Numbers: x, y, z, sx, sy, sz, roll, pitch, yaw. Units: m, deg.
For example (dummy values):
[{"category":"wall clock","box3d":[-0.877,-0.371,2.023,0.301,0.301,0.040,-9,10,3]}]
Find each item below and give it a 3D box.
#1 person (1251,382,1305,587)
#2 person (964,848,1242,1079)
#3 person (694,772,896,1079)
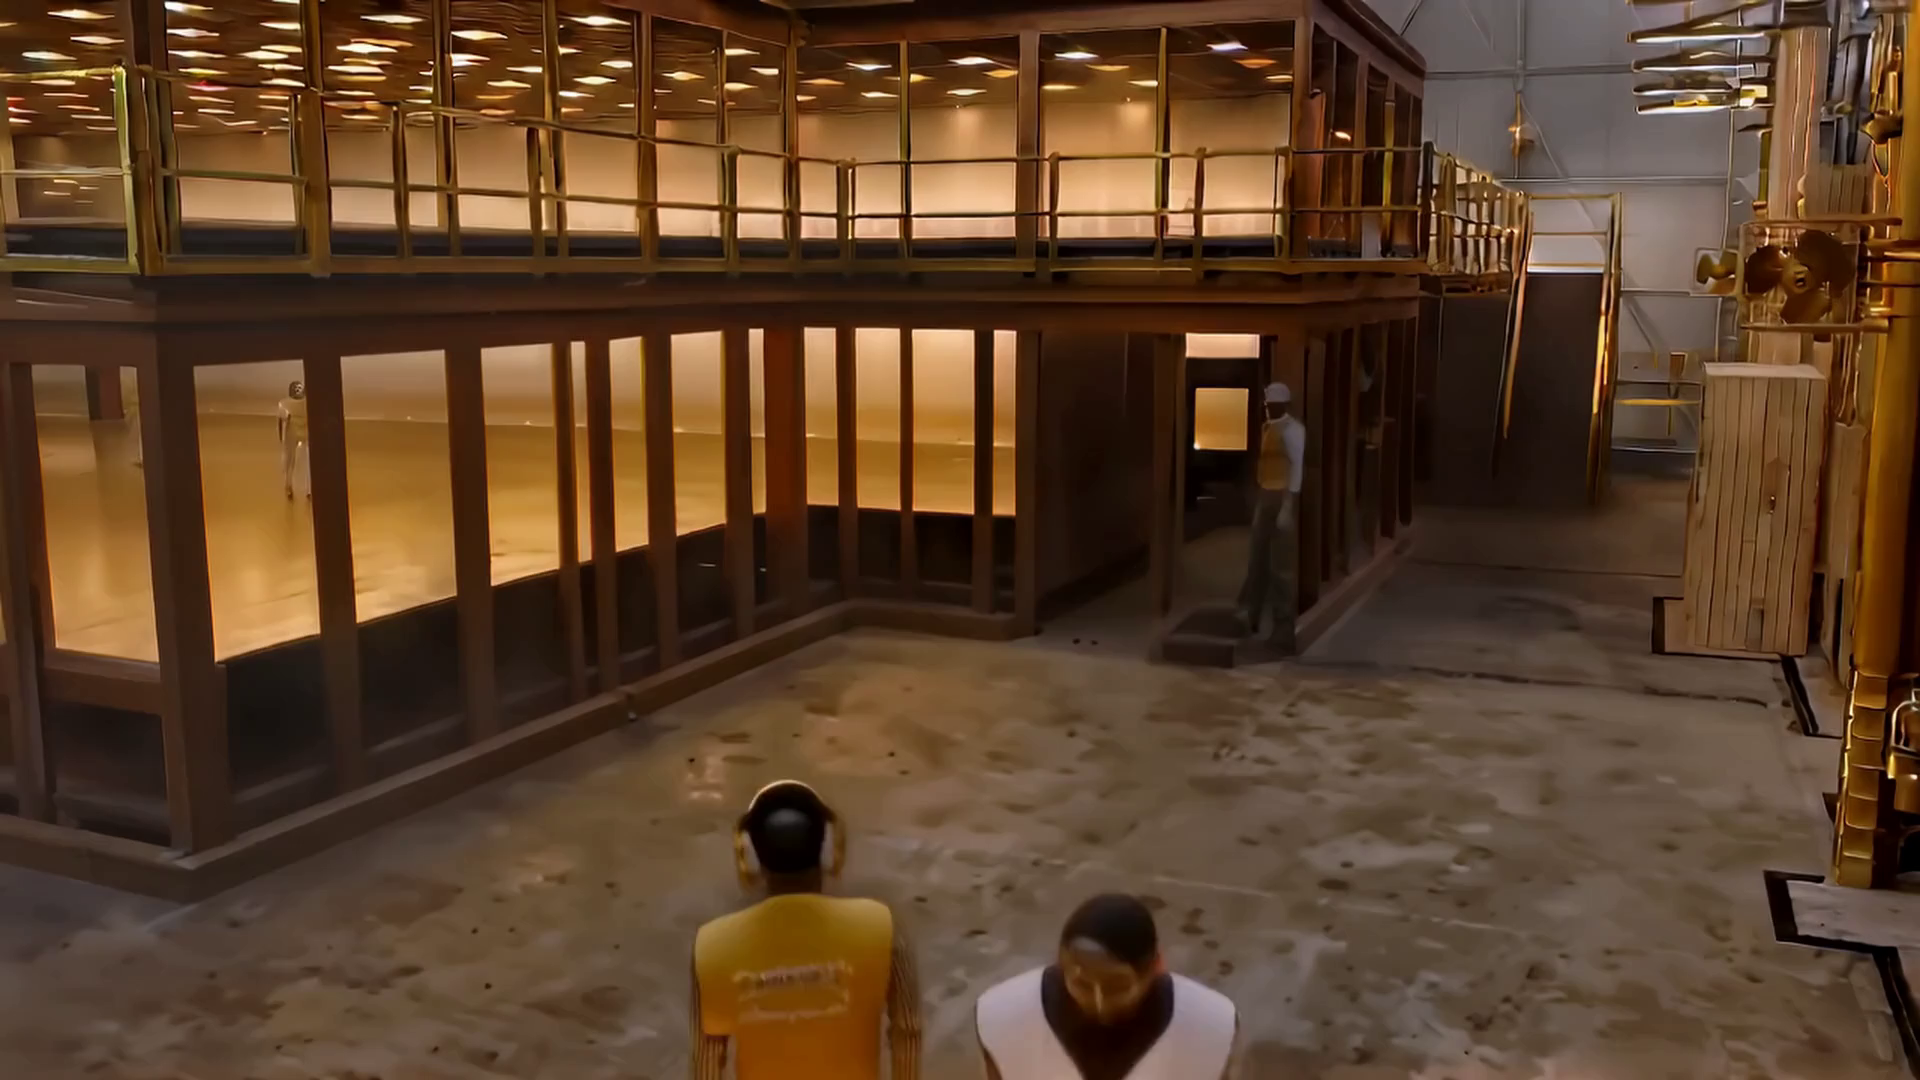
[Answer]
[{"category":"person","box3d":[3.077,-0.541,16.163,0.411,1.986,0.615,-5,10,-28]},{"category":"person","box3d":[0.284,1.560,3.573,0.622,1.860,1.013,1,9,9]},{"category":"person","box3d":[-0.387,1.483,4.173,0.522,1.832,0.967,-1,9,-7]}]
